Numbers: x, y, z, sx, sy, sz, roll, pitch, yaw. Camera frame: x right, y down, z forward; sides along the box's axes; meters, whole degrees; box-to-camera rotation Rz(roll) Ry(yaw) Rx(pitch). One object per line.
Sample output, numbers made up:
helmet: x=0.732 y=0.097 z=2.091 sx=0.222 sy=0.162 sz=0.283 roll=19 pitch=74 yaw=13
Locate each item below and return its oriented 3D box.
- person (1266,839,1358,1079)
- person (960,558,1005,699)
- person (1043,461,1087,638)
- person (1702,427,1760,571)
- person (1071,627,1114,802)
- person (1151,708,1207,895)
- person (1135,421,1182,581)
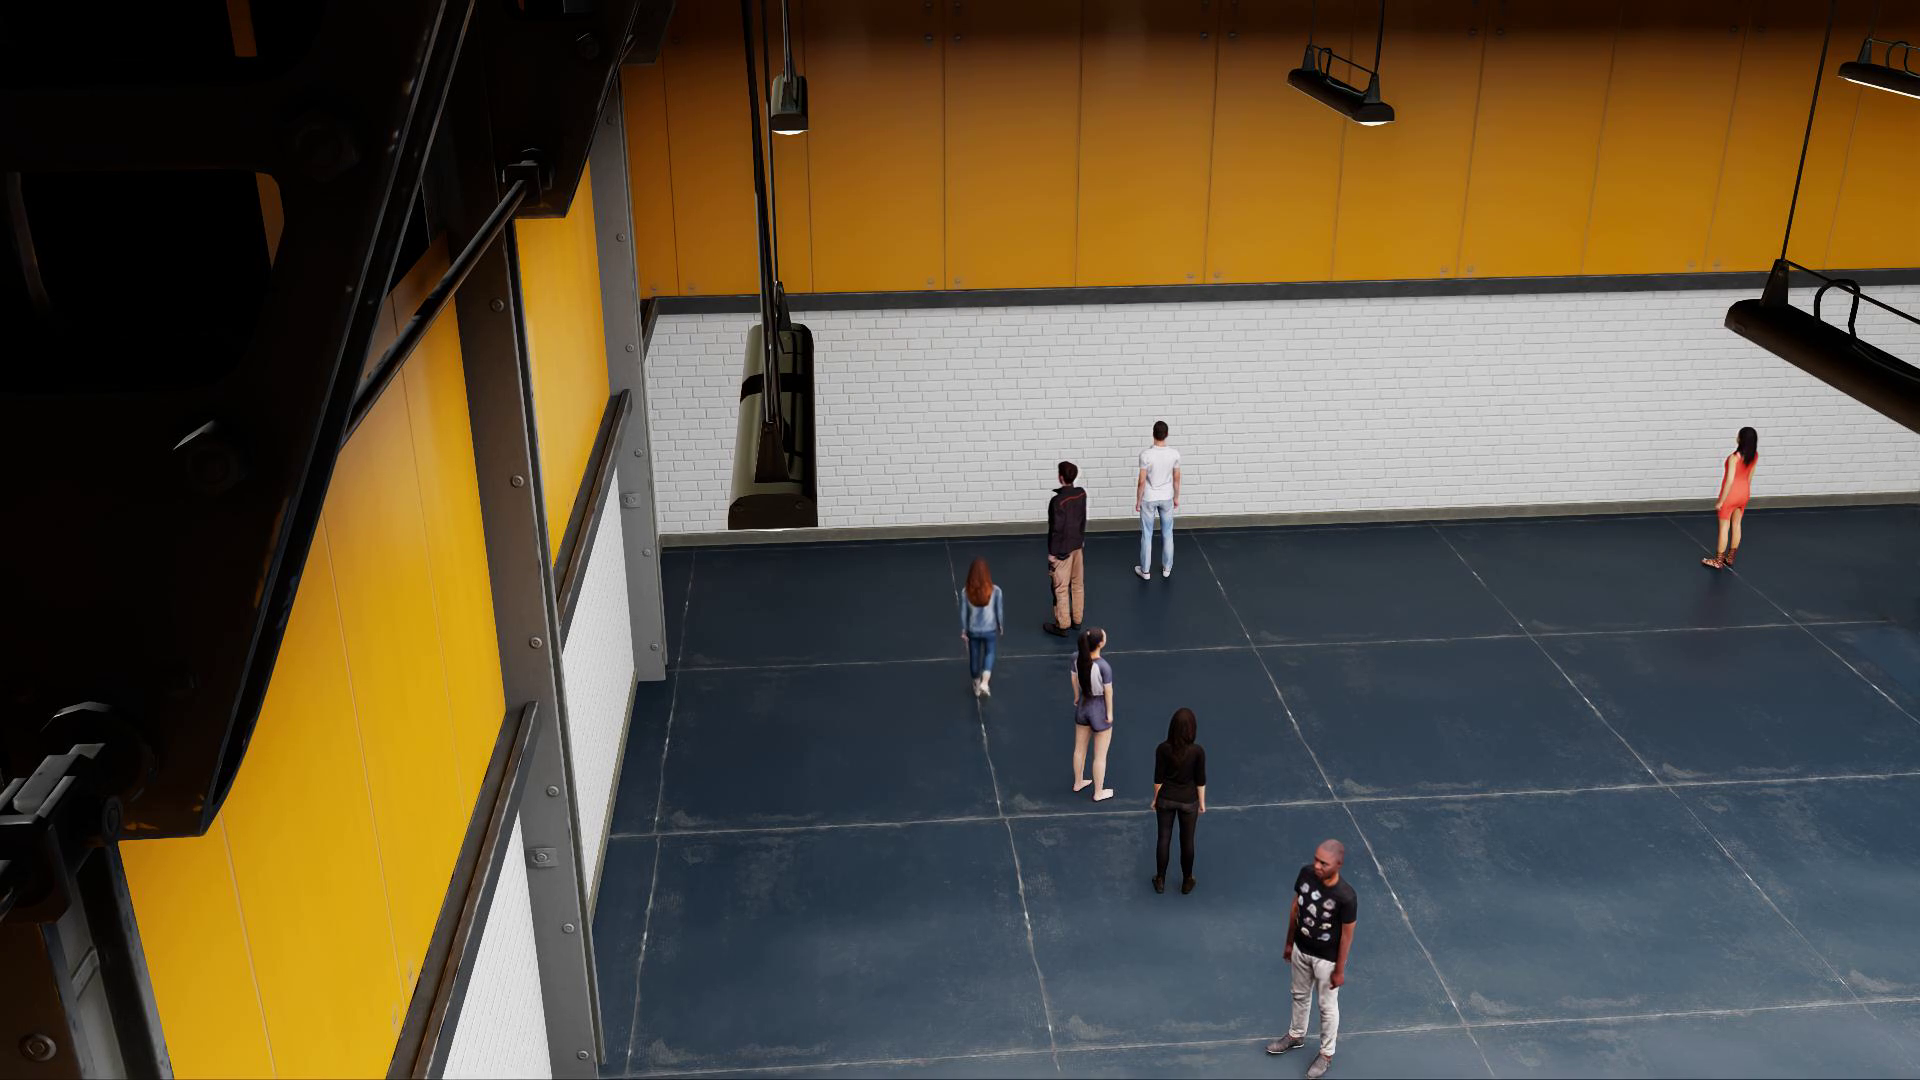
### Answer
person: x=2.456 y=2.814 z=11.360 sx=0.818 sy=1.805 sz=0.729 roll=-19 pitch=30 yaw=-36
person: x=0.204 y=0.897 z=16.169 sx=0.618 sy=1.466 sz=0.717 roll=1 pitch=24 yaw=3
person: x=1.112 y=0.087 z=17.450 sx=0.826 sy=1.924 sz=0.786 roll=21 pitch=31 yaw=40
person: x=8.859 y=-0.488 z=19.020 sx=0.655 sy=1.719 sz=0.643 roll=-11 pitch=26 yaw=-24
person: x=1.160 y=1.505 z=14.547 sx=0.659 sy=1.650 sz=0.731 roll=21 pitch=31 yaw=39
person: x=1.736 y=2.079 z=13.246 sx=0.630 sy=1.642 sz=0.577 roll=4 pitch=24 yaw=9
person: x=2.229 y=-0.454 z=18.779 sx=0.673 sy=1.851 sz=0.564 roll=-4 pitch=24 yaw=-10
